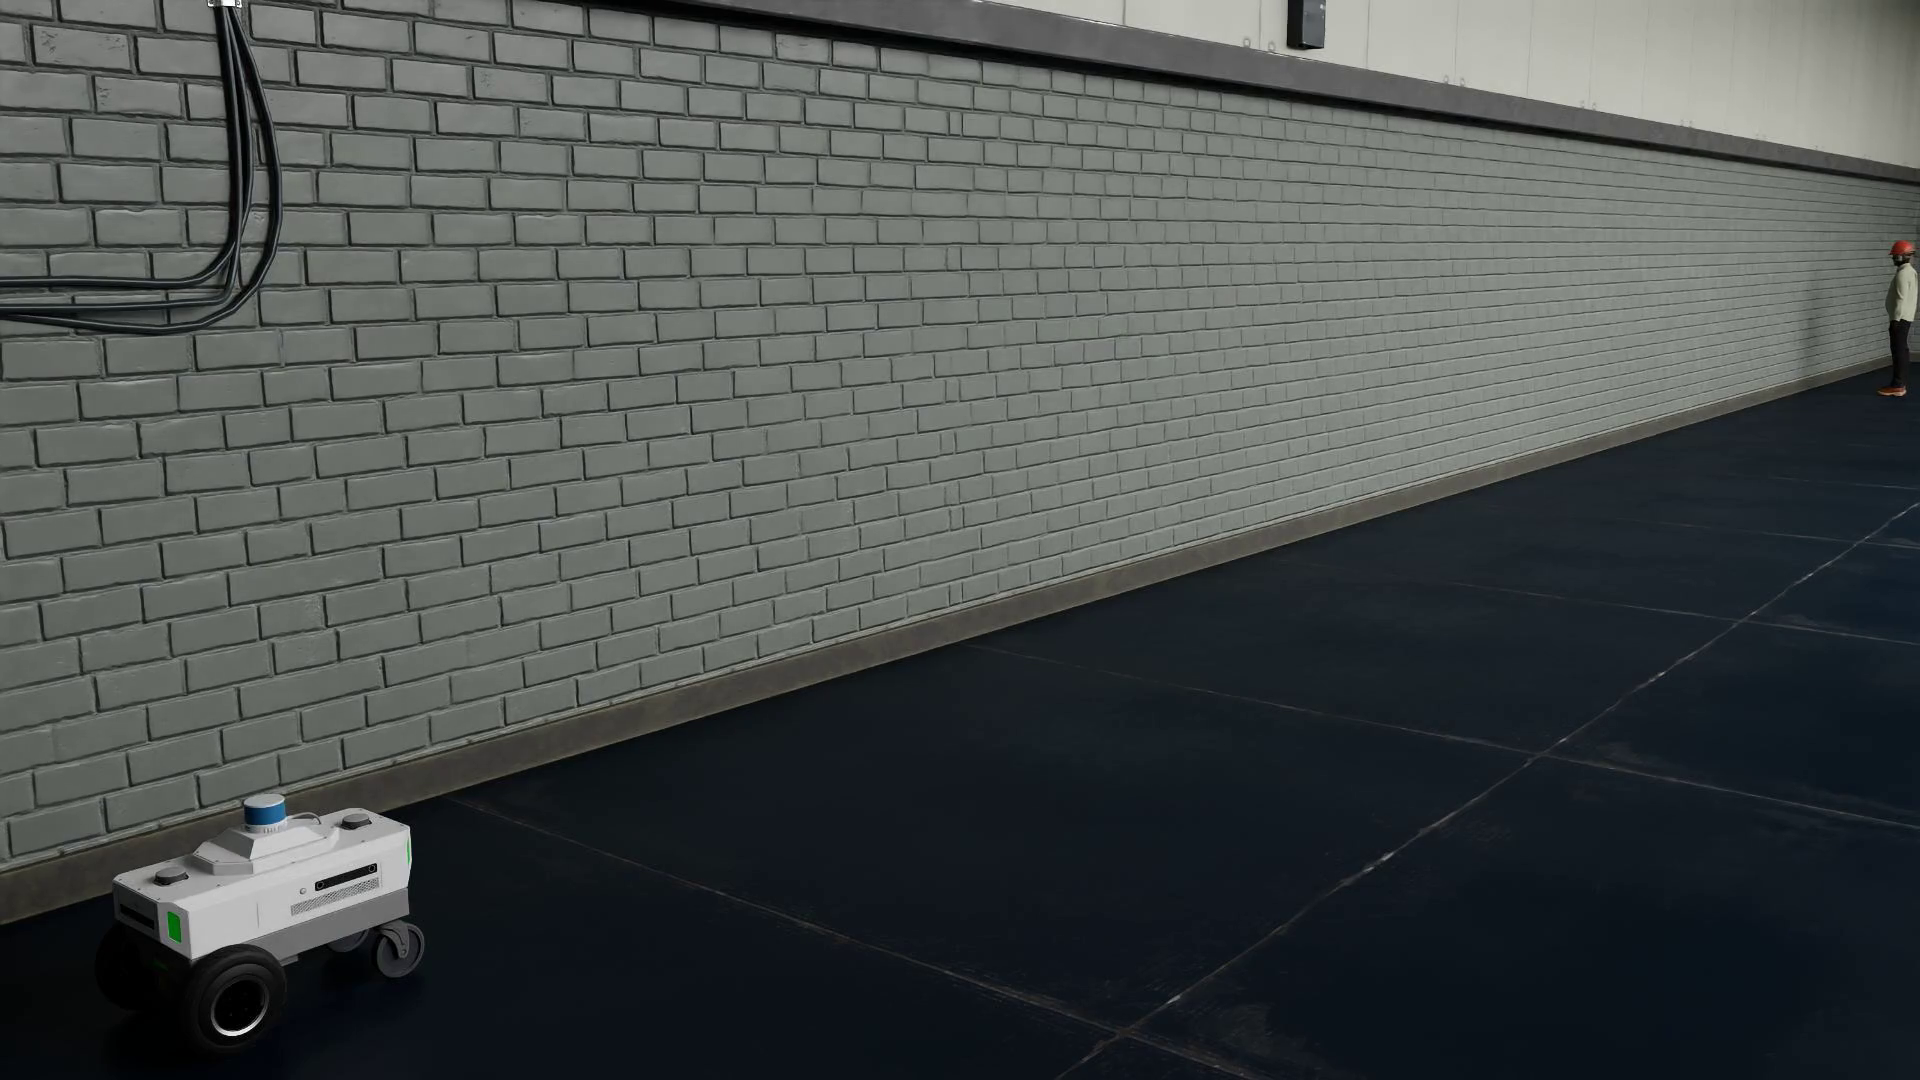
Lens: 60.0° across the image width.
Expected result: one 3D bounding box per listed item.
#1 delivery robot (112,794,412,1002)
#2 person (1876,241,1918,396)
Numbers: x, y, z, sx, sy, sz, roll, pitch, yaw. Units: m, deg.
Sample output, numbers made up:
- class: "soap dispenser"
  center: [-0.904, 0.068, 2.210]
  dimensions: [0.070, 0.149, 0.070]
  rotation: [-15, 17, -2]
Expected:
- class: "delivery robot"
  center: [-1.825, 0.917, 4.407]
  dimensions: [0.477, 0.478, 0.707]
  rotation: [8, 13, 38]
- class: "person"
  center: [12.189, -2.880, 21.605]
  dimensions: [0.390, 1.990, 0.623]
  rotation: [8, 13, 38]
